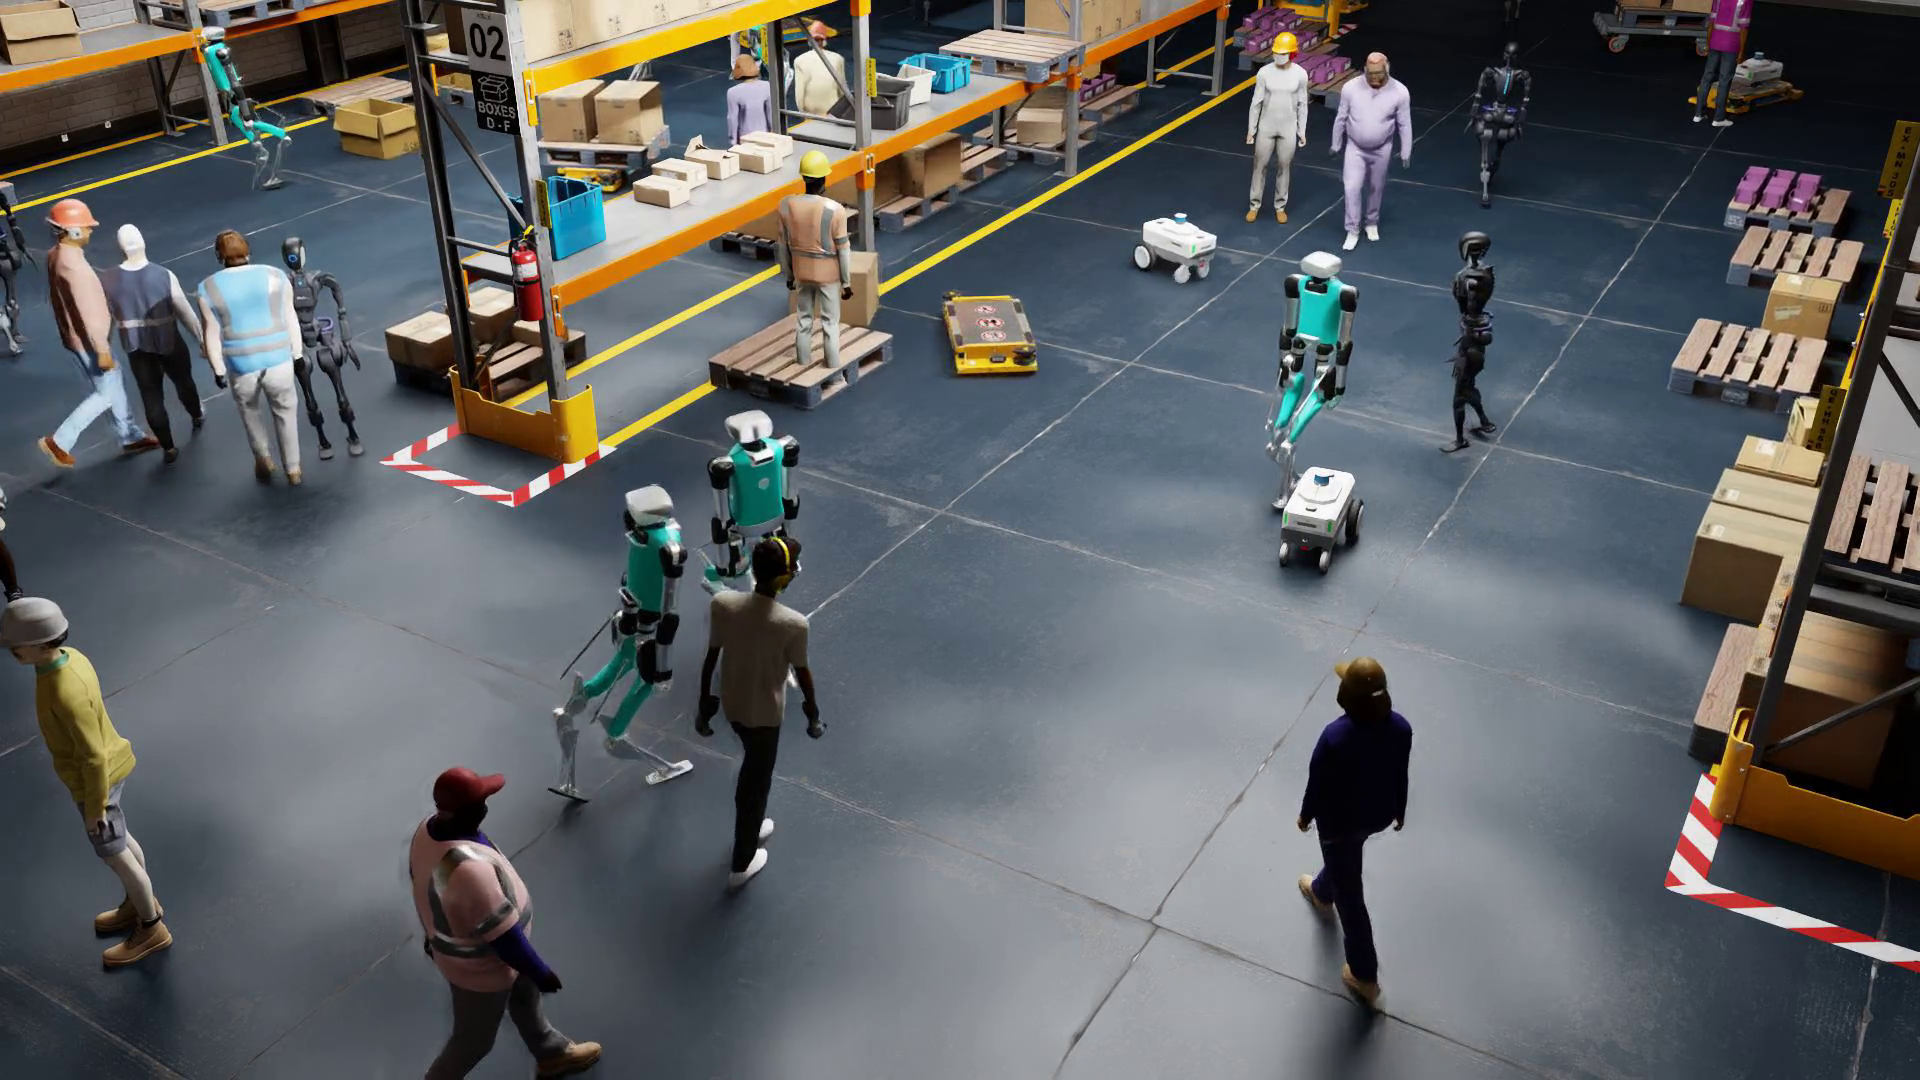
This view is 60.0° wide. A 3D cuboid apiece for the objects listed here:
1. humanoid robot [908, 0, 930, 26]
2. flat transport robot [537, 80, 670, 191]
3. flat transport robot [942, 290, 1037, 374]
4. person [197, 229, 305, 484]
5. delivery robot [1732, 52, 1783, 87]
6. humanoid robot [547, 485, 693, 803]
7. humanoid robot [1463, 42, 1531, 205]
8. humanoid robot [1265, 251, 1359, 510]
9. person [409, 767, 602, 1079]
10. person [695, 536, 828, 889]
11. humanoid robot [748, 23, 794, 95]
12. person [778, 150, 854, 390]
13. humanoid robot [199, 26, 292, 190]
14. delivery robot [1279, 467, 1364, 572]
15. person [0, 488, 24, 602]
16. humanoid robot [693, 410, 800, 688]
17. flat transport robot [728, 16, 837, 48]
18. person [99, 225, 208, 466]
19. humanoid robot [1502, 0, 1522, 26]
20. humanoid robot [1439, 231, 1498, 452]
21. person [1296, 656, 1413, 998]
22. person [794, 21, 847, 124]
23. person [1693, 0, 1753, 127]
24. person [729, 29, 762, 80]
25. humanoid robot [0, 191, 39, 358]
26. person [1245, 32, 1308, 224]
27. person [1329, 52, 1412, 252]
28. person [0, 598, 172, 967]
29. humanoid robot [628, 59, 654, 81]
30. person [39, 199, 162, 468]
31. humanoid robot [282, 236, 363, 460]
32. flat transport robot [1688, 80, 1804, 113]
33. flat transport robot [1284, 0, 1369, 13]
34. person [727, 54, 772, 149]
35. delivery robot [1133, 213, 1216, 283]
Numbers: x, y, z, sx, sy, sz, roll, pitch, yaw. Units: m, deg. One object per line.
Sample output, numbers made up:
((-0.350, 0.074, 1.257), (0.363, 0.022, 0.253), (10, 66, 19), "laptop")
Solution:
((-0.586, -8.475, 24.523), (0.611, 1.624, 0.709), (-4, 30, -8), "humanoid robot")
((-3.883, -4.117, 18.225), (0.659, 0.231, 1.431), (4, 30, 7), "flat transport robot")
((0.234, -1.767, 14.068), (0.659, 0.231, 1.431), (-3, 30, -5), "flat transport robot")
((-4.897, -1.257, 11.610), (0.632, 1.812, 0.501), (-13, 32, -22), "person")
((9.996, -5.827, 20.978), (0.784, 0.612, 0.499), (-17, 34, -28), "delivery robot")
((-1.825, 0.606, 8.385), (0.978, 1.739, 0.532), (-14, 32, -23), "humanoid robot")
((5.549, -4.319, 17.216), (0.609, 1.636, 0.791), (4, 30, 6), "humanoid robot")
((2.261, -1.018, 11.272), (0.548, 1.779, 0.860), (23, 37, 34), "humanoid robot")
((-1.946, 1.645, 6.565), (0.882, 1.718, 0.577), (-14, 32, -24), "person")
((-0.960, 0.824, 7.903), (0.550, 1.819, 0.596), (13, 32, 22), "person")
((-2.184, -5.836, 19.806), (0.760, 1.812, 0.541), (-16, 33, -26), "humanoid robot")
((-1.107, -2.069, 12.918), (0.588, 1.926, 0.365), (11, 31, 18), "person")
((-7.396, -4.496, 17.450), (0.782, 1.817, 0.542), (-26, 38, -37), "humanoid robot")
((2.367, -0.182, 10.986), (0.499, 0.607, 0.808), (12, 32, 20), "delivery robot")
((-5.956, -0.299, 9.762), (0.601, 1.955, 0.382), (-14, 32, -23), "person")
((-1.242, 0.022, 9.429), (0.541, 1.792, 0.786), (-19, 35, -30), "humanoid robot")
((-2.536, -7.246, 23.760), (1.431, 0.231, 0.659), (-21, 36, -33), "flat transport robot")
((-5.839, -1.461, 12.062), (0.716, 1.712, 0.884), (-9, 31, -16), "person")
((8.188, -8.451, 24.465), (0.588, 1.649, 0.515), (4, 30, 6), "humanoid robot")
((3.763, -1.438, 12.062), (0.476, 1.646, 0.609), (9, 31, 15), "humanoid robot")
((1.776, 1.235, 7.425), (0.463, 1.577, 0.849), (-10, 31, -18), "person")
((-1.459, -4.607, 17.644), (0.567, 1.693, 0.946), (-7, 30, -12), "person")
((9.049, -5.833, 19.656), (0.344, 1.847, 0.513), (-18, 34, -29), "person")
((-2.826, -6.944, 21.533), (0.487, 1.942, 0.436), (3, 30, 6), "person")
((-7.915, -2.318, 13.645), (0.731, 1.630, 0.610), (26, 38, 37), "humanoid robot")
((3.151, -4.084, 16.517), (0.582, 1.892, 0.369), (4, 30, 6), "person")
((3.915, -3.702, 15.871), (0.763, 1.855, 0.887), (7, 30, 12), "person")
((-3.878, 1.063, 7.416), (0.386, 1.889, 0.485), (-16, 33, -26), "person")
((-4.102, -6.613, 21.140), (0.543, 1.752, 0.935), (19, 35, 30), "humanoid robot")
((-6.243, -1.418, 11.744), (0.768, 1.958, 0.667), (-20, 35, -31), "person")
((-4.653, -1.374, 11.934), (0.616, 1.647, 0.326), (-10, 31, -17), "humanoid robot")
((9.855, -5.587, 20.825), (1.431, 0.231, 0.659), (-18, 34, -29), "flat transport robot")
((5.542, -8.388, 25.780), (1.431, 0.231, 0.659), (21, 36, 32), "flat transport robot")
((-2.099, -4.060, 16.746), (0.503, 1.628, 0.278), (-17, 34, -28), "person")
((2.029, -2.753, 15.504), (0.502, 0.577, 0.739), (-22, 36, -33), "delivery robot")
